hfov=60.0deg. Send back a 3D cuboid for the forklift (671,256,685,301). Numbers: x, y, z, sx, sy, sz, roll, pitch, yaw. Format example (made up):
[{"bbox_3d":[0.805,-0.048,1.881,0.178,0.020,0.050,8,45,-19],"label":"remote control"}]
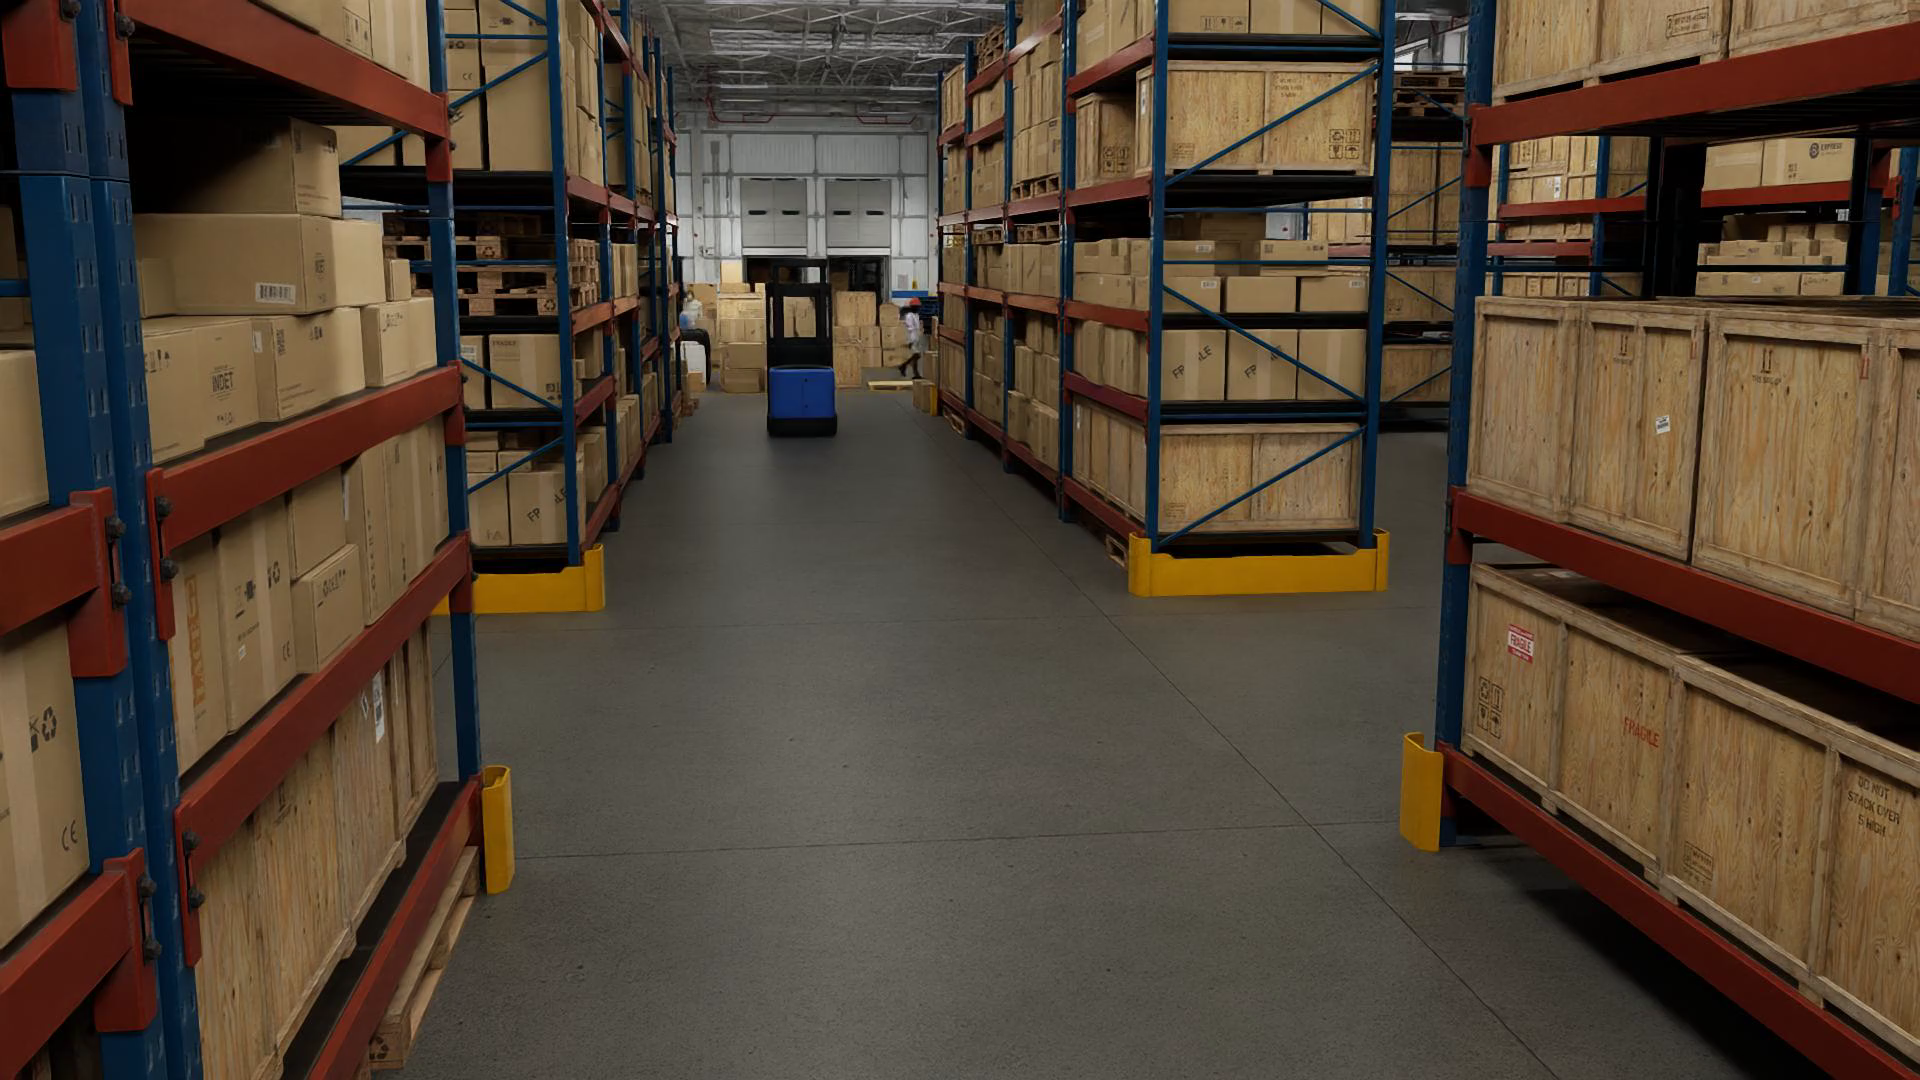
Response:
[{"bbox_3d":[-10.432,-8.868,60.195,1.873,2.768,1.129,9,13,43],"label":"forklift"}]

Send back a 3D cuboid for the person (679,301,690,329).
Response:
[{"bbox_3d":[-6.709,-4.727,39.178,0.833,1.811,0.661,-5,11,-26],"label":"person"}]

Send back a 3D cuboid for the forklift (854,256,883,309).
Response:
[{"bbox_3d":[-3.037,-8.050,55.429,1.129,2.768,1.873,-6,12,-33],"label":"forklift"}]

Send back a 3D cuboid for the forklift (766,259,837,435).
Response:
[{"bbox_3d":[-2.599,-3.172,27.033,1.129,2.768,1.873,-1,10,-7],"label":"forklift"}]

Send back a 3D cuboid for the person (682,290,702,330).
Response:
[{"bbox_3d":[-7.359,-5.874,45.503,0.633,1.938,0.356,-1,10,-6],"label":"person"}]

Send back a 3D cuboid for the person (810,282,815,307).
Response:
[{"bbox_3d":[-5.456,-8.679,62.007,0.598,1.890,0.947,1,10,3],"label":"person"}]

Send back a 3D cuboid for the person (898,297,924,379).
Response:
[{"bbox_3d":[-1.106,-4.619,38.240,0.601,1.925,0.567,3,10,18],"label":"person"}]

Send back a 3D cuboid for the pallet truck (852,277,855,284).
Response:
[{"bbox_3d":[-3.782,-9.391,65.808,1.885,1.965,0.823,2,10,10],"label":"pallet truck"}]
